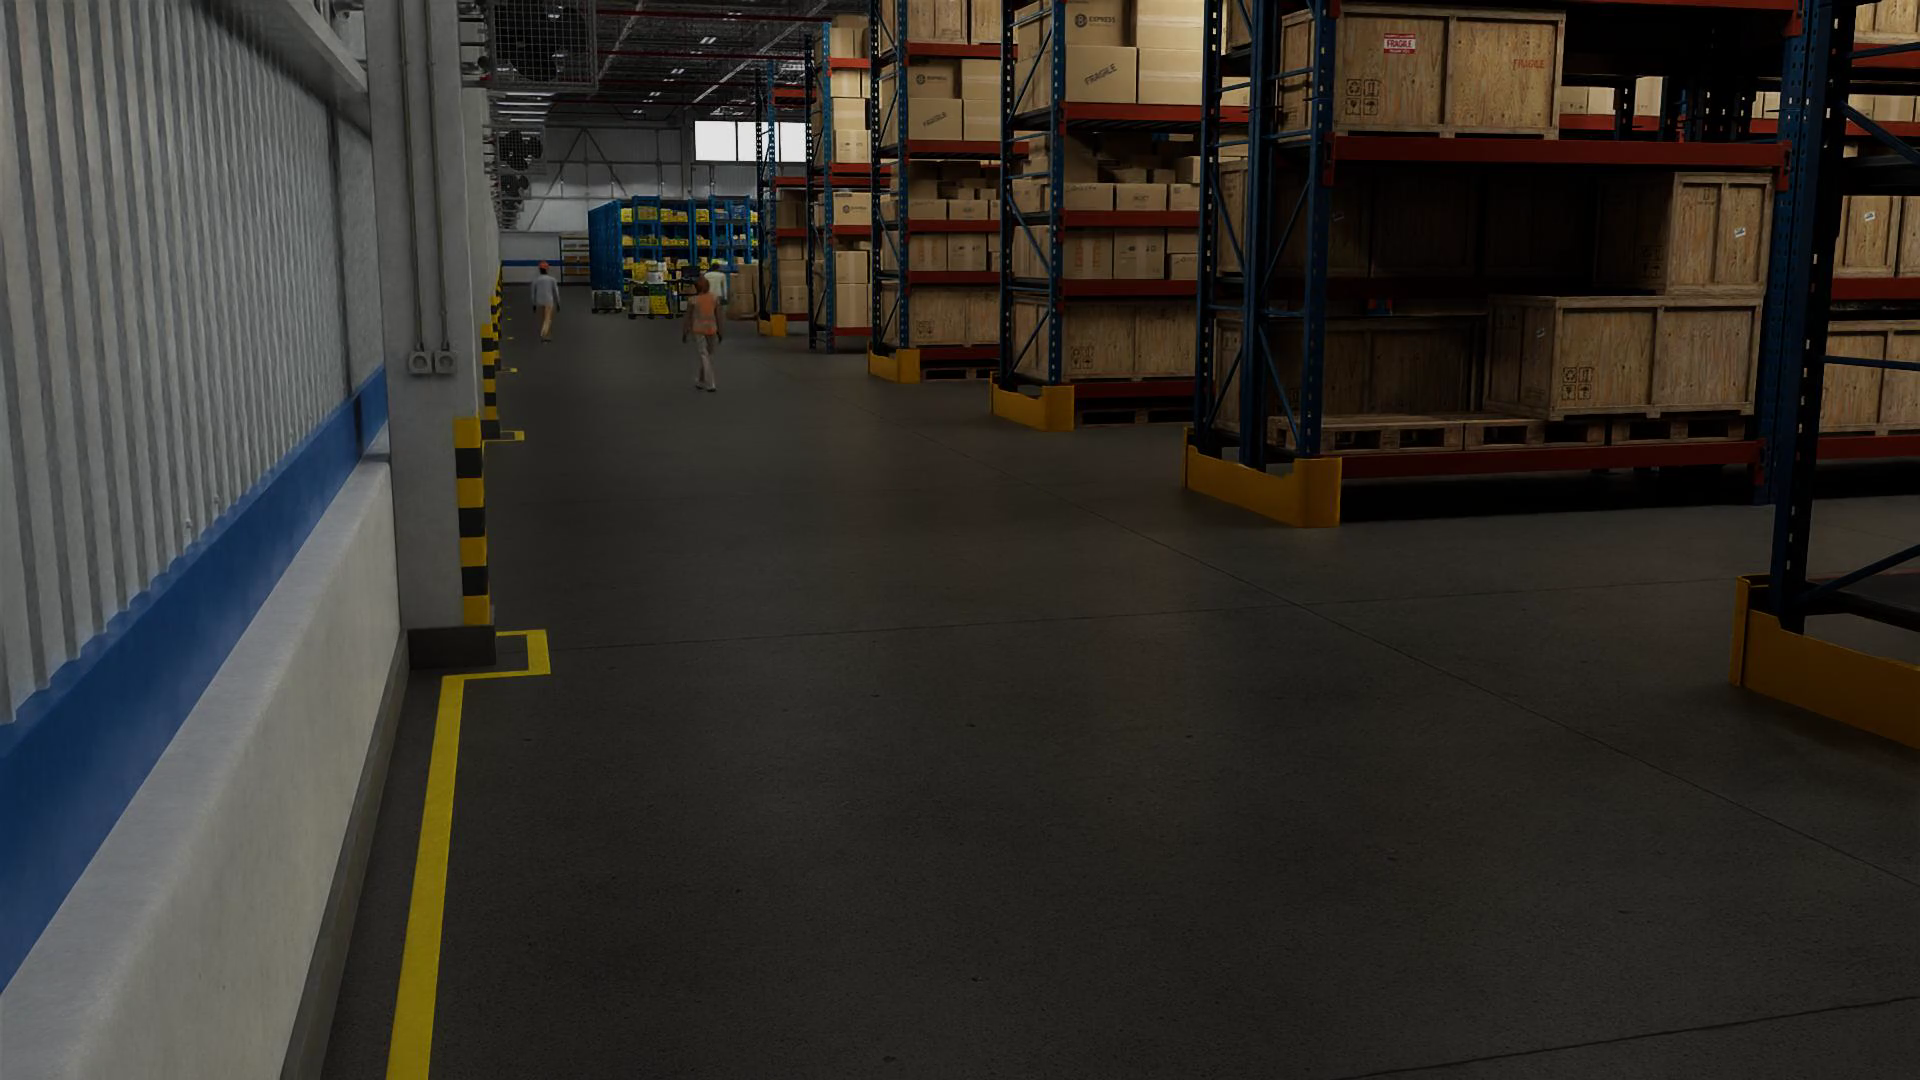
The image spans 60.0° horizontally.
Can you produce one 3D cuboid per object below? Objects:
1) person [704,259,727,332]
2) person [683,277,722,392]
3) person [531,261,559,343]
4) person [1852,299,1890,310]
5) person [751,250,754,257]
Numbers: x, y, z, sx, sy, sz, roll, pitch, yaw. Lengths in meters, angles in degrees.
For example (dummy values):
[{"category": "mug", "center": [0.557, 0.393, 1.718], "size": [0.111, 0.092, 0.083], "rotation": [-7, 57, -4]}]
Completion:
[{"category": "person", "center": [-5.684, -5.615, 38.416], "size": [0.535, 1.730, 0.850], "rotation": [-4, 11, -23]}, {"category": "person", "center": [-3.612, -2.882, 23.337], "size": [0.536, 1.586, 0.882], "rotation": [-7, 12, -33]}, {"category": "person", "center": [-8.704, -4.983, 34.842], "size": [0.569, 1.732, 0.715], "rotation": [2, 10, 9]}, {"category": "person", "center": [9.602, -1.934, 17.563], "size": [0.473, 1.728, 0.505], "rotation": [-3, 10, -17]}, {"category": "person", "center": [-10.027, -13.187, 80.976], "size": [0.388, 1.844, 0.564], "rotation": [-8, 13, -40]}]
